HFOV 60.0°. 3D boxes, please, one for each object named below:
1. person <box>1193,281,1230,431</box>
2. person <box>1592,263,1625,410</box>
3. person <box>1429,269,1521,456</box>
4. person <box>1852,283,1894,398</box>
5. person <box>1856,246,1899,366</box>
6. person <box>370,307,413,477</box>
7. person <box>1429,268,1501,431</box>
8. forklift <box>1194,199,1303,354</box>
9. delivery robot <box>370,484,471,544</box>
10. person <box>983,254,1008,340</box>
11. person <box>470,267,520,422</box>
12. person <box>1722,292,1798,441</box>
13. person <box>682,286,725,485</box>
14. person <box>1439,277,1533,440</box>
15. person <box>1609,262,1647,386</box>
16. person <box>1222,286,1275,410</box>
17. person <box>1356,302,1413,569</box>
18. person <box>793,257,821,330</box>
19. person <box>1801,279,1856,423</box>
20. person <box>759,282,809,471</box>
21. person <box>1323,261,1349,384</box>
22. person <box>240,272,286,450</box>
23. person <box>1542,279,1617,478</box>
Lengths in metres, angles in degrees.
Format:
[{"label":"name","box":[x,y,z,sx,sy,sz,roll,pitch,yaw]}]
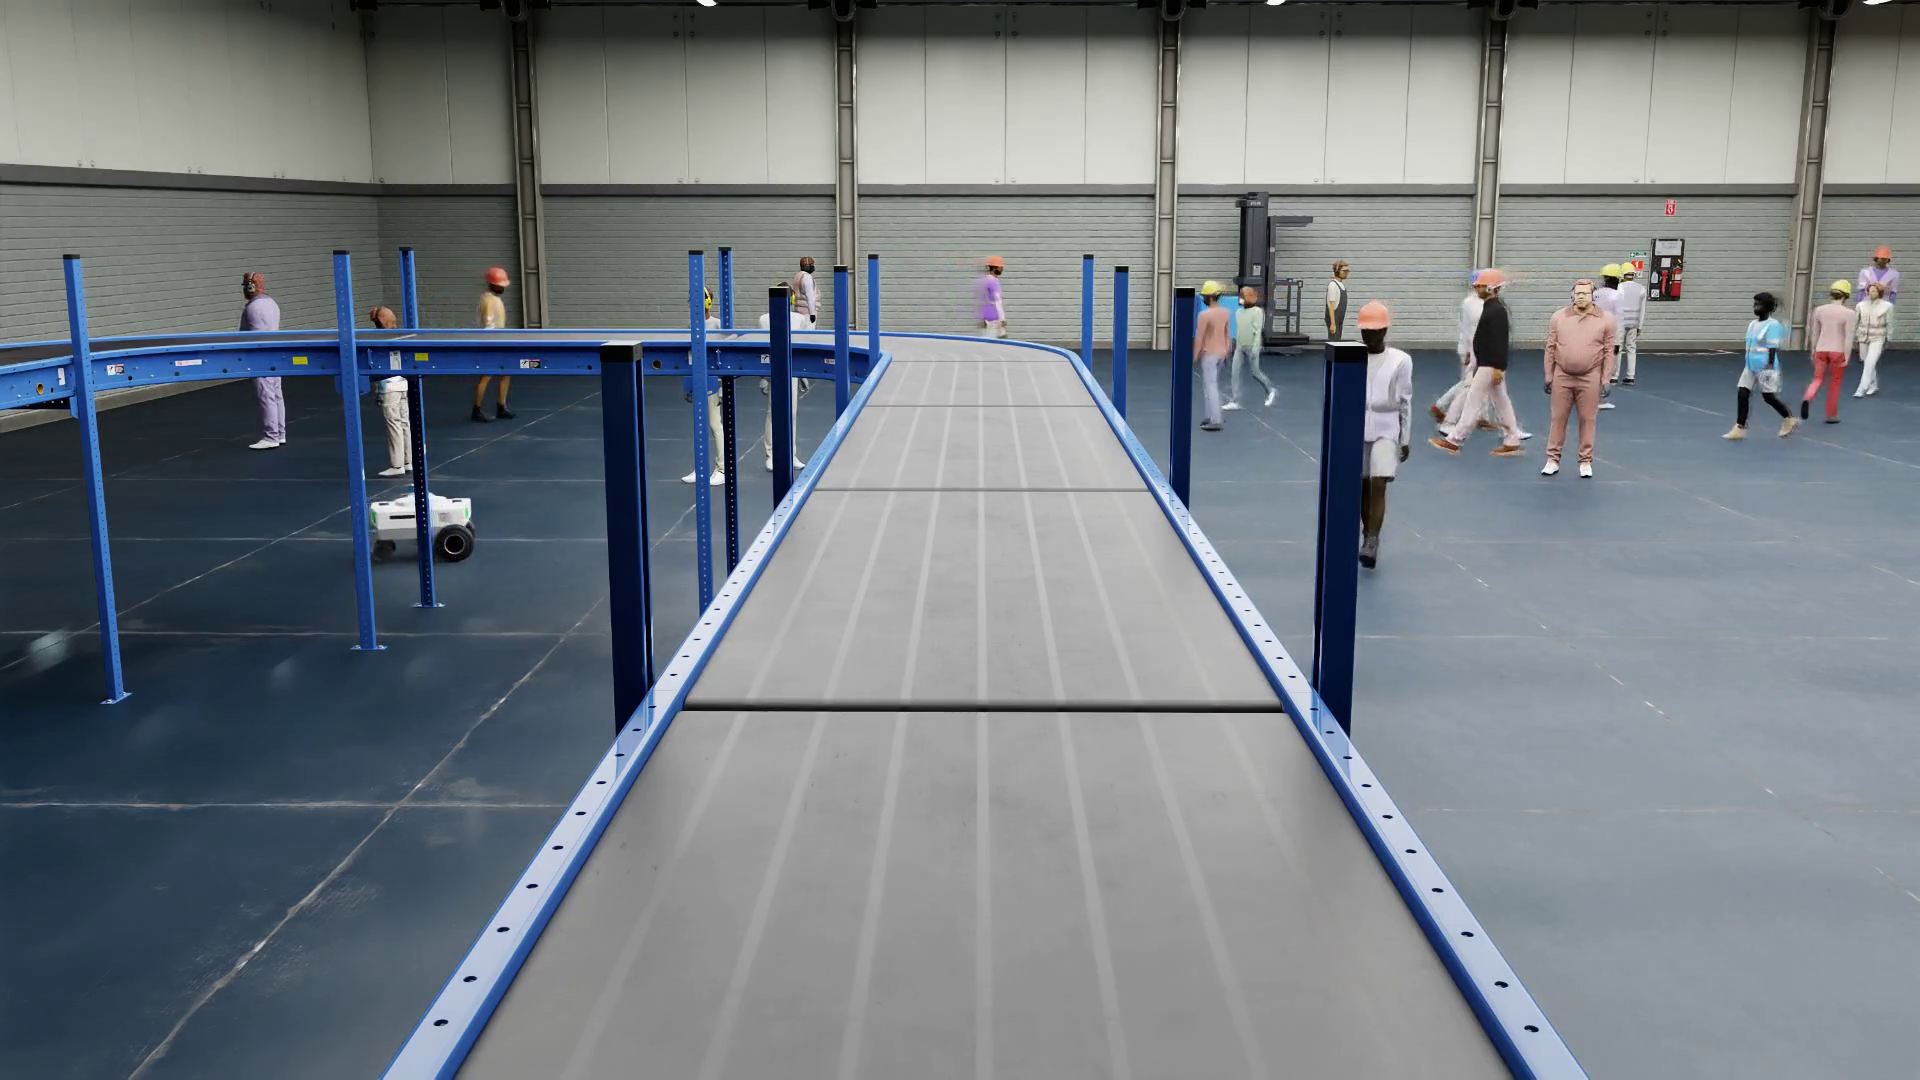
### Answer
[{"label":"person","box":[2.902,-2.177,19.641,0.546,1.747,0.594,-11,15,-44]},{"label":"person","box":[8.332,-2.630,21.597,0.642,1.911,0.589,-5,12,-25]},{"label":"person","box":[5.483,-1.861,17.496,0.997,1.948,0.645,4,12,18]},{"label":"person","box":[12.762,-2.806,23.304,0.878,1.595,0.524,-9,14,-38]},{"label":"person","box":[15.723,-4.035,28.553,0.608,2.014,0.972,6,13,29]},{"label":"person","box":[-5.527,-1.438,16.158,0.315,1.636,0.514,1,11,5]},{"label":"person","box":[5.997,-2.246,19.627,0.733,1.916,0.686,8,13,35]},{"label":"forklift","box":[5.313,-4.851,30.603,1.873,2.768,1.129,0,11,1]},{"label":"delivery robot","box":[-3.993,-0.176,12.326,0.707,0.478,0.477,-3,11,-15]},{"label":"person","box":[0.603,-3.471,25.888,0.665,1.914,0.554,0,11,-1]},{"label":"person","box":[-5.724,-2.381,20.338,0.712,1.886,0.558,1,11,5]},{"label":"person","box":[9.078,-1.949,18.721,0.774,1.673,0.536,-2,11,-9]},{"label":"person","box":[-2.402,-1.457,15.654,0.534,1.869,0.311,8,14,37]},{"label":"person","box":[5.921,-2.042,18.716,1.011,1.858,0.665,5,12,23]},{"label":"person","box":[9.934,-3.228,24.890,0.599,1.825,0.404,-2,11,-11]},{"label":"person","box":[3.819,-2.526,21.825,0.747,1.604,0.501,-8,14,-36]},{"label":"person","box":[2.928,-0.748,11.960,0.566,1.884,0.985,4,12,21]},{"label":"person","box":[-2.528,-3.772,27.627,0.429,1.844,0.624,-5,12,-25]},{"label":"person","box":[10.556,-2.286,20.205,0.582,1.748,0.539,-7,13,-33]},{"label":"person","box":[-1.749,-1.628,16.548,0.521,1.865,0.319,-7,13,-30]},{"label":"person","box":[5.659,-3.267,25.017,0.325,1.843,0.517,5,12,26]},{"label":"person","box":[-7.602,-1.947,18.076,0.399,1.909,0.643,-1,11,-3]},{"label":"person","box":[5.982,-1.568,16.127,0.636,1.911,0.404,5,12,26]}]
